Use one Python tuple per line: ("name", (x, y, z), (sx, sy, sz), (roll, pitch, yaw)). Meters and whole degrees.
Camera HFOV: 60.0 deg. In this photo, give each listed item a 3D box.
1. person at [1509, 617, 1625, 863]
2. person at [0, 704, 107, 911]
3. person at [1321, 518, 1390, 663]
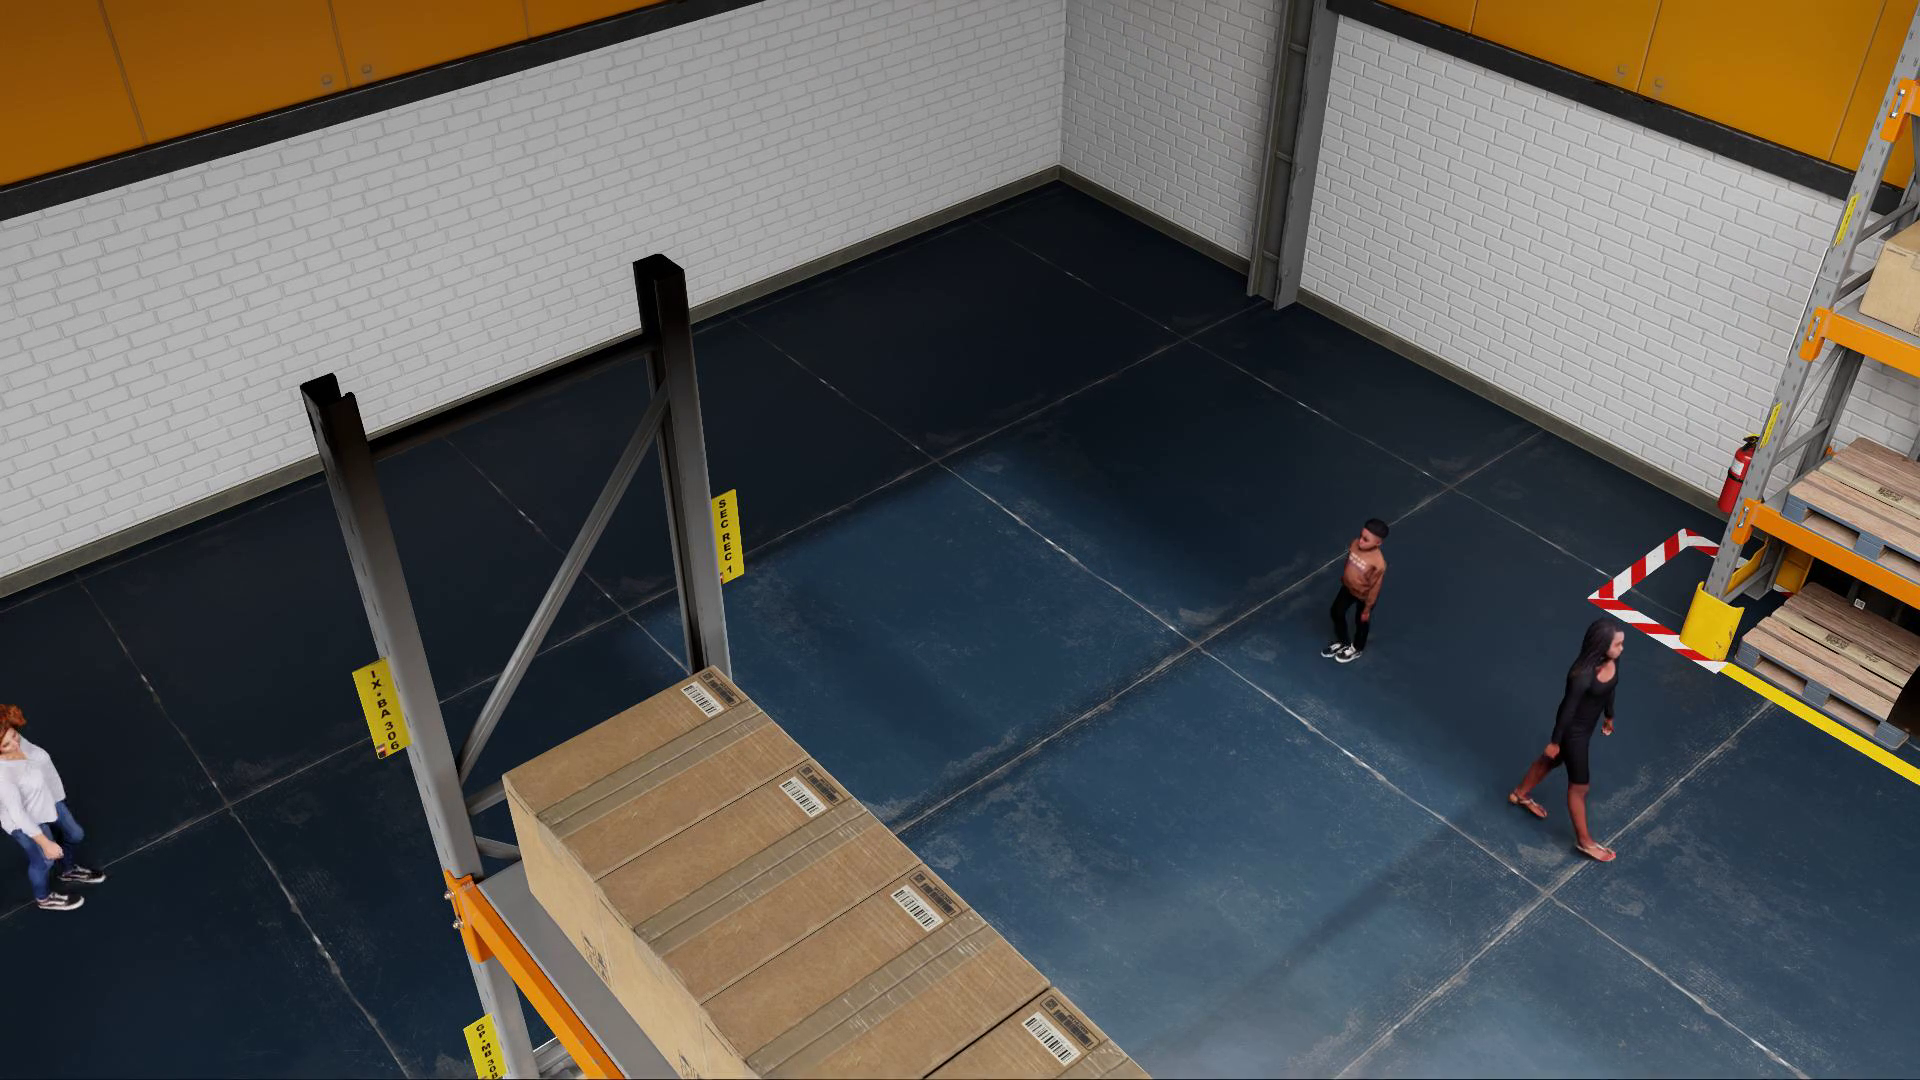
("person", (3.748, 1.138, 10.303), (1.018, 1.691, 0.707), (31, 48, 33))
("person", (-5.507, 1.590, 9.750), (0.870, 1.675, 0.789), (-12, 40, -15))
("person", (2.859, 0.342, 11.654), (0.639, 1.250, 0.523), (-18, 42, -21))
